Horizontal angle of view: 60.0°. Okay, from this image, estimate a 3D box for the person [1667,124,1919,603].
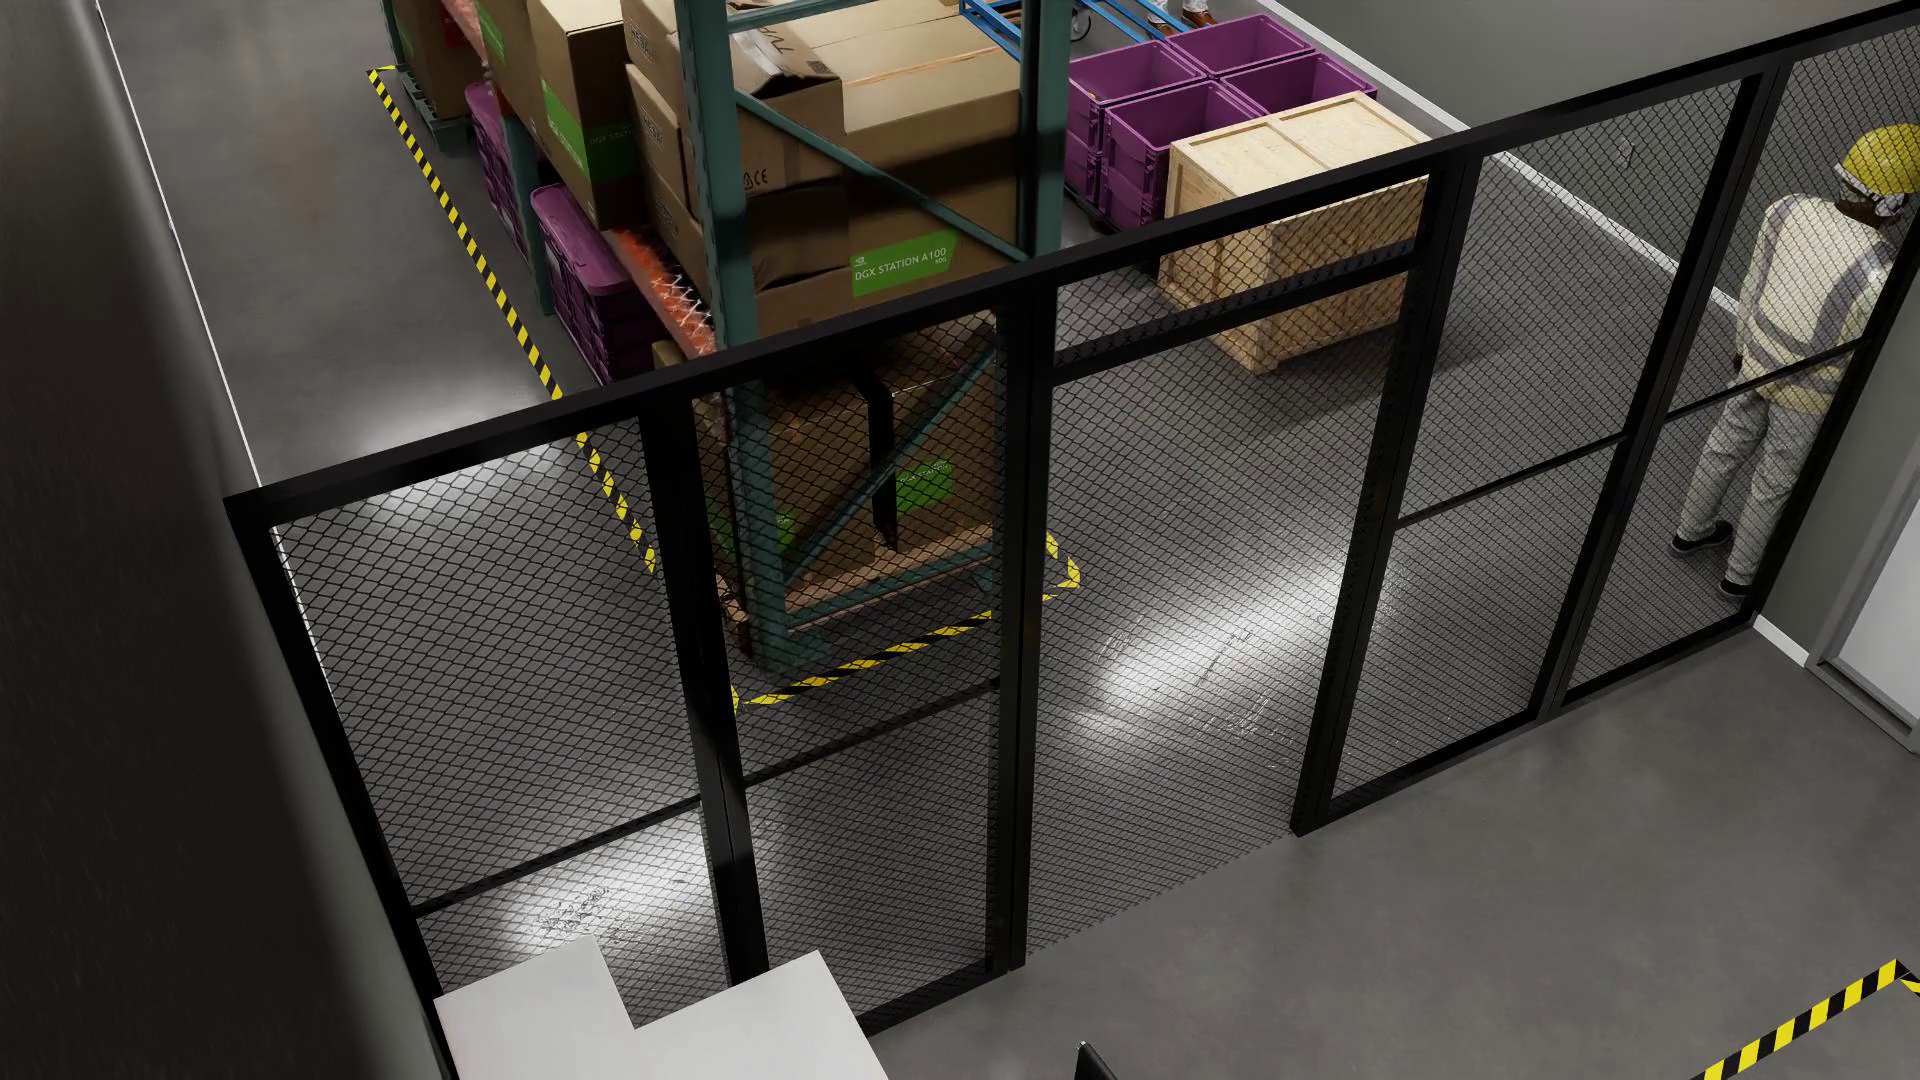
[{"bbox_3d":[2.856,-0.569,5.645,0.404,1.833,0.590,-14,44,-15],"label":"person"}]

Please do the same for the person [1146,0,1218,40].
[{"bbox_3d":[1.271,-3.627,8.914,0.630,1.940,0.372,-22,47,-22],"label":"person"}]
